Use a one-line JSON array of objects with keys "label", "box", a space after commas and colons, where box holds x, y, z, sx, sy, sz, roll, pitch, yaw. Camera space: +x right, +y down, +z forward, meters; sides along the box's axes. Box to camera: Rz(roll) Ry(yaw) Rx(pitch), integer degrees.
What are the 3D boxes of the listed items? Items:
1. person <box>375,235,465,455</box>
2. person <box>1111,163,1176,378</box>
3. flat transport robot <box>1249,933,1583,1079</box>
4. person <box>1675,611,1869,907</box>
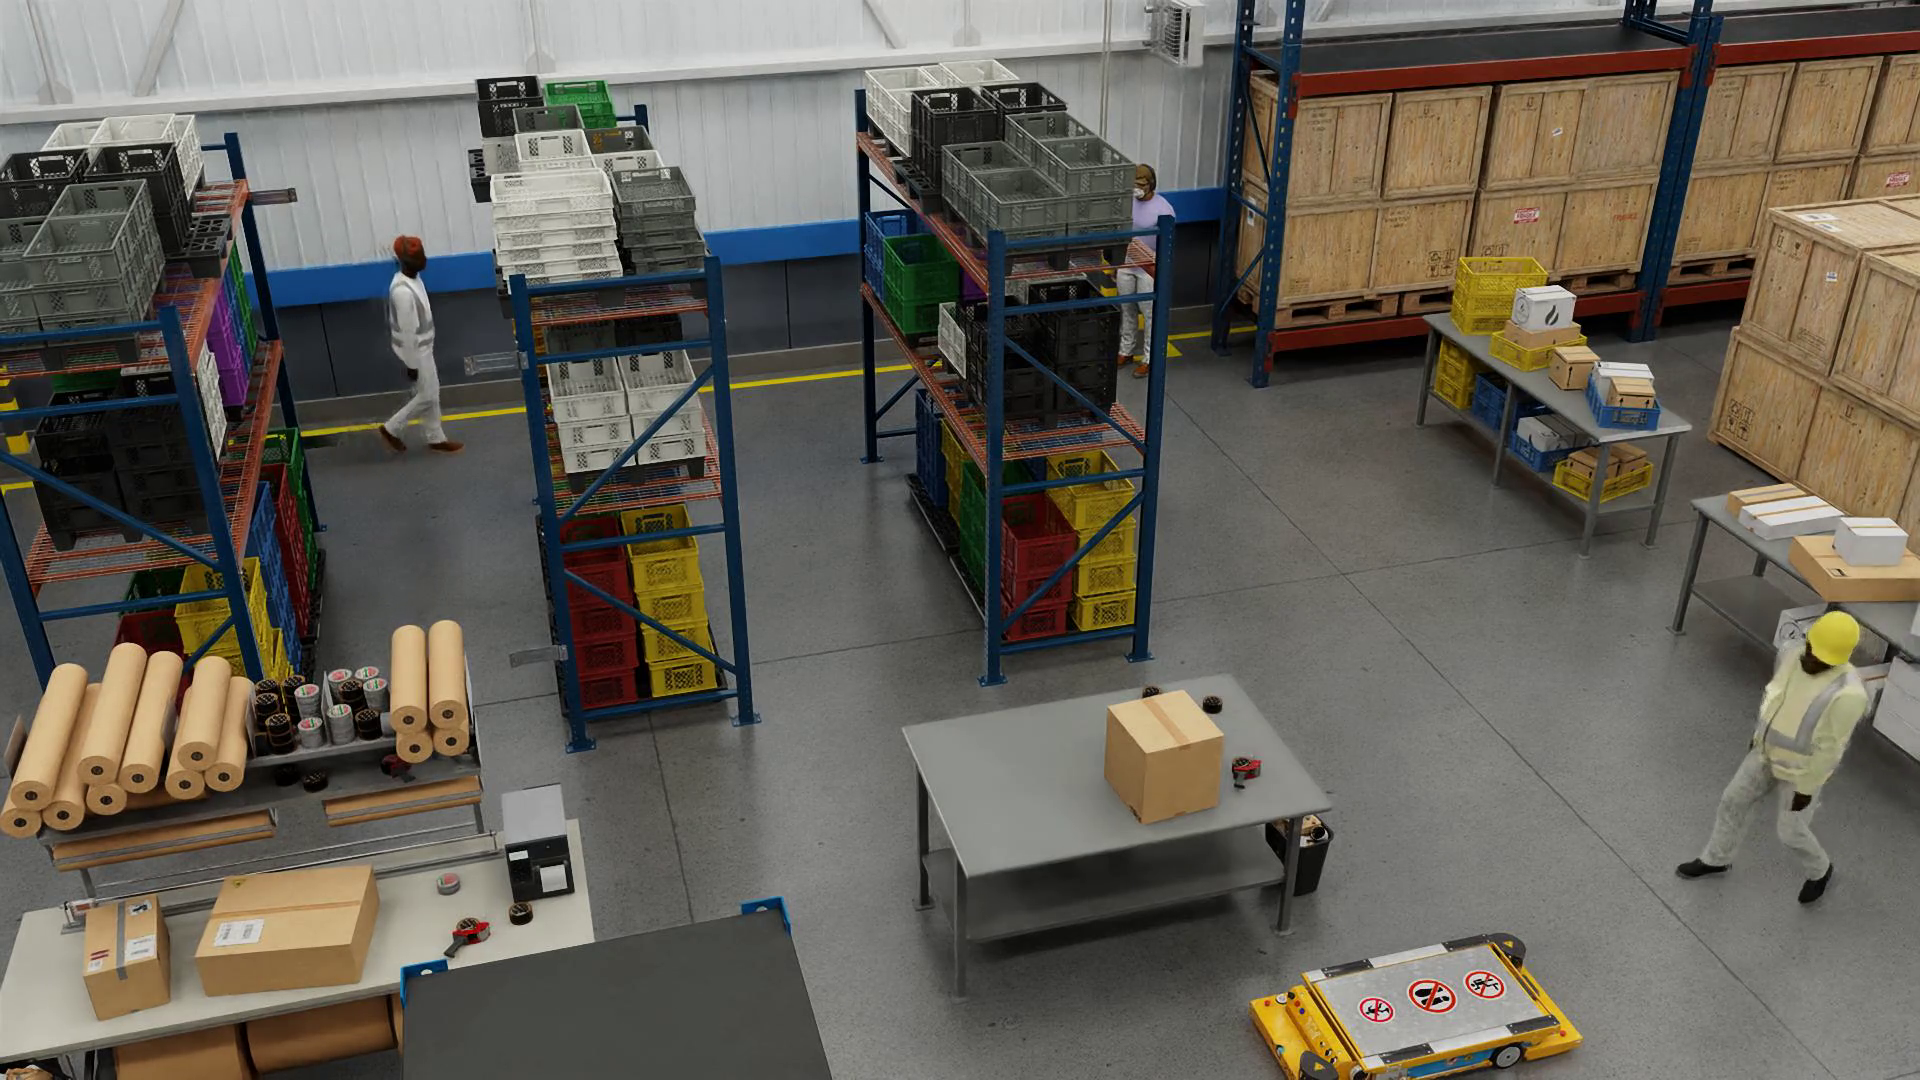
[{"label": "person", "box": [-4.388, -1.513, 13.237, 0.552, 1.867, 0.589, -5, 29, -9]}, {"label": "person", "box": [1.608, -2.409, 14.809, 0.625, 1.933, 0.374, 25, 37, 37]}, {"label": "flat transport robot", "box": [2.184, 2.282, 7.980, 1.431, 0.197, 0.652, -8, 30, -14]}, {"label": "person", "box": [4.281, 1.101, 8.561, 0.663, 1.789, 0.619, -5, 29, -9]}]
